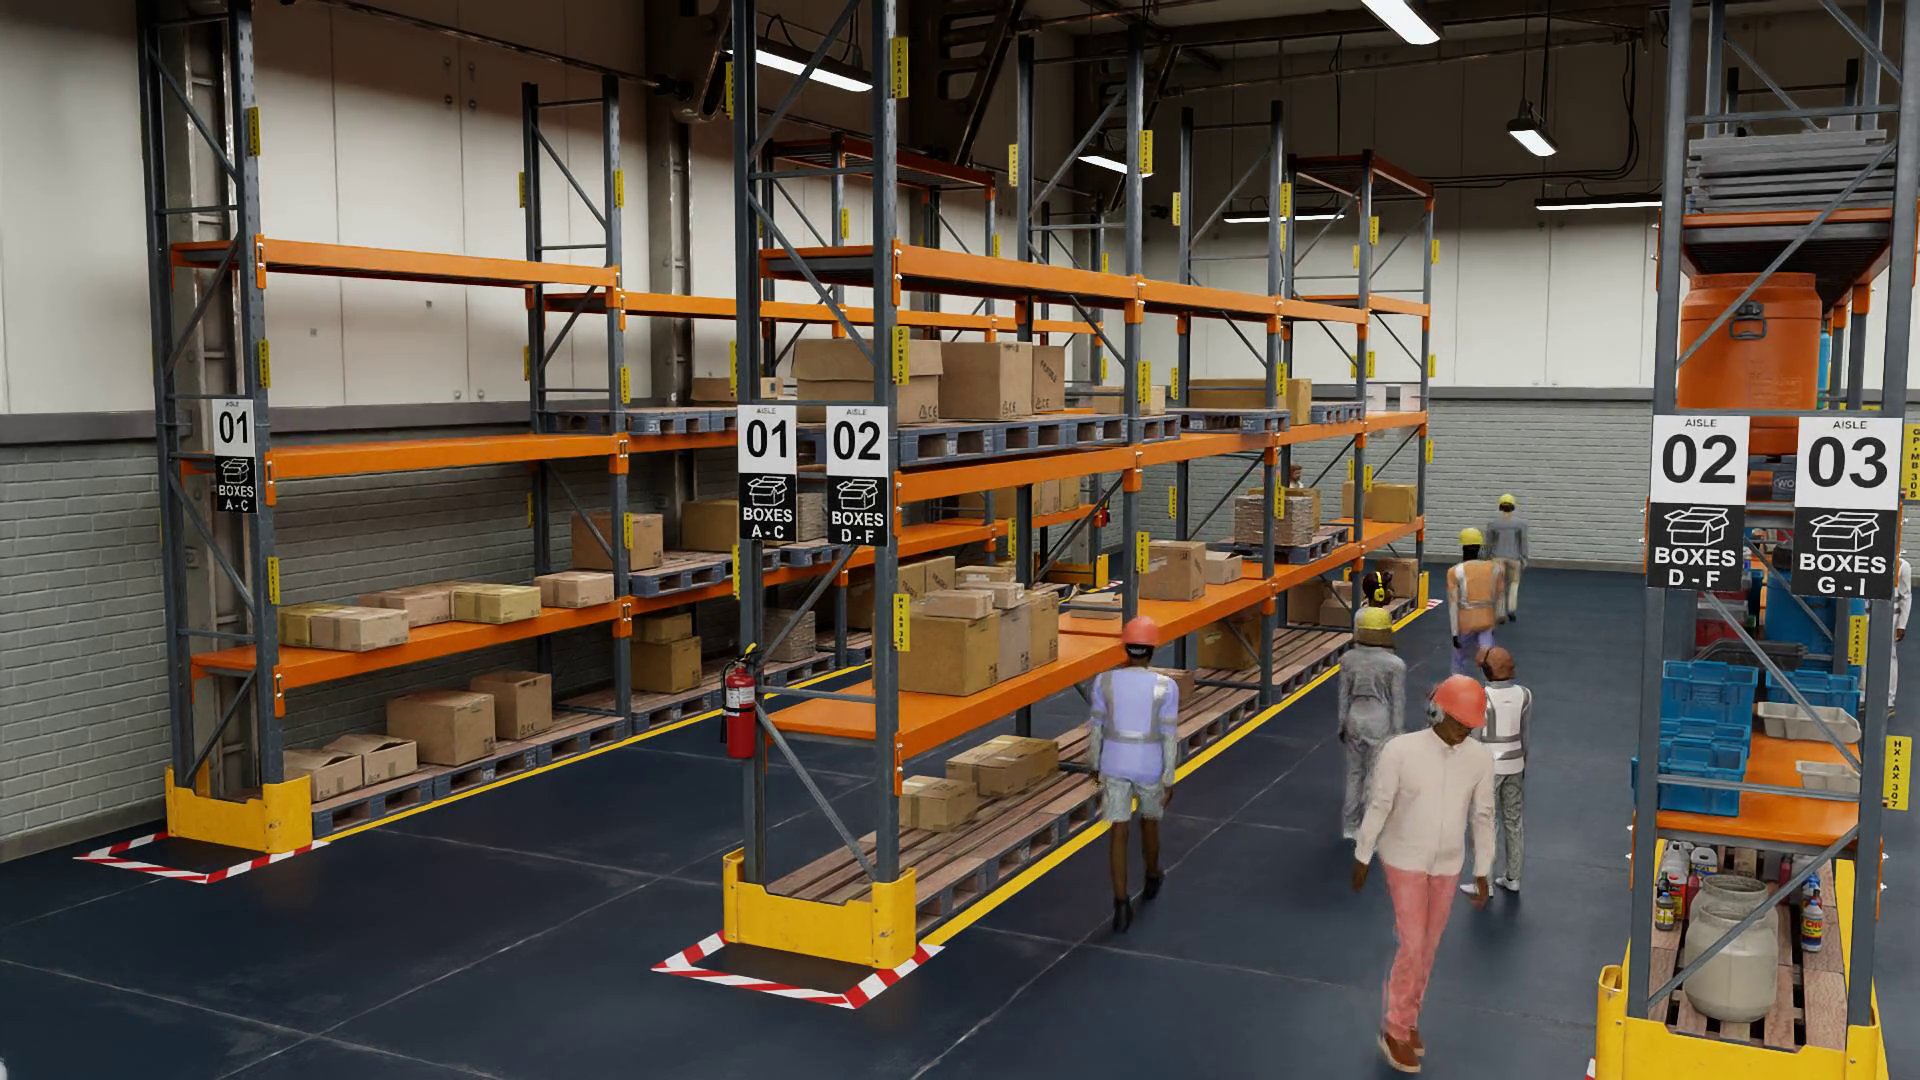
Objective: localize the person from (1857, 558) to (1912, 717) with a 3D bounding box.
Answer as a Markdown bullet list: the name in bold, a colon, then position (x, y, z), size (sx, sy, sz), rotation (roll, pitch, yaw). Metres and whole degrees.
- **person**: position (9.070, 0.803, 16.432), size (0.342, 1.883, 0.587), rotation (-3, 7, -26)

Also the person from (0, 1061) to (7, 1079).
- **person**: position (-3.105, 2.060, 5.000), size (0.497, 1.719, 0.691), rotation (-1, 6, -10)

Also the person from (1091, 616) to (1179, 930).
- **person**: position (1.098, 1.414, 10.447), size (0.569, 1.883, 0.973), rotation (1, 6, 12)

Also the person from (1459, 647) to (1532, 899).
- **person**: position (3.481, 1.503, 10.804), size (0.512, 1.640, 0.309), rotation (-3, 6, -24)

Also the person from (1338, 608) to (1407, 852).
- **person**: position (2.939, 1.351, 11.891), size (0.498, 1.719, 0.460), rotation (5, 7, 38)

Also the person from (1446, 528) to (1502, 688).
- **person**: position (5.041, 0.824, 16.286), size (0.586, 1.886, 0.984), rotation (-1, 6, -5)

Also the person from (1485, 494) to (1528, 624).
- **person**: position (7.391, 0.242, 22.504), size (0.554, 1.740, 0.684), rotation (2, 6, 19)

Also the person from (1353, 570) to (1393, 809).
- **person**: position (3.239, 1.166, 12.968), size (0.328, 1.872, 0.509), rotation (-1, 6, -11)

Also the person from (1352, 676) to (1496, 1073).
- **person**: position (2.314, 1.622, 8.177), size (0.682, 1.942, 0.676), rotation (-1, 6, -13)
